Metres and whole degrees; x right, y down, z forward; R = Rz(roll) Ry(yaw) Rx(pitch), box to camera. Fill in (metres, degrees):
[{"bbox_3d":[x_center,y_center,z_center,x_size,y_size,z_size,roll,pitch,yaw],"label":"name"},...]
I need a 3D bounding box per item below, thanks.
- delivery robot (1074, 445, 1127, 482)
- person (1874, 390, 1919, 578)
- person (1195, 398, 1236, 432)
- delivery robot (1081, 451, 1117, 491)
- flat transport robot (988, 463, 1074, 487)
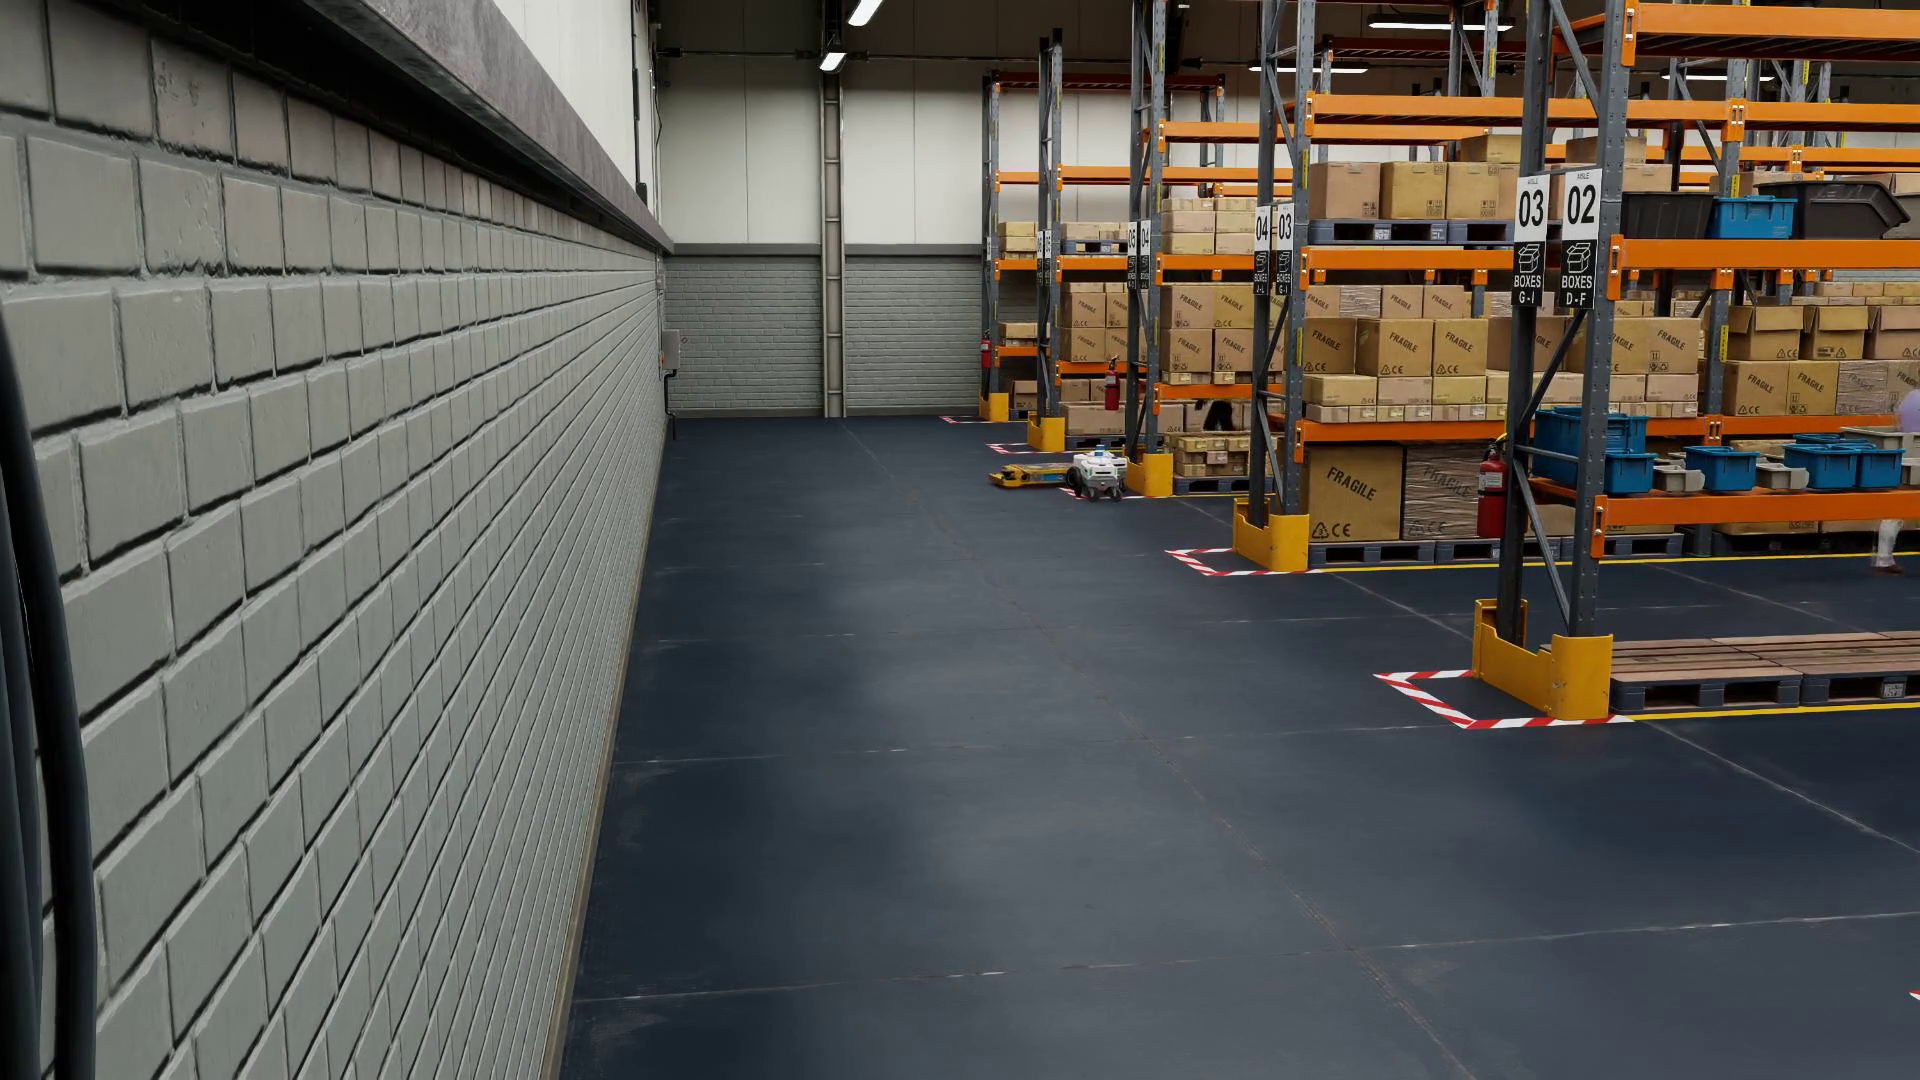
[{"bbox_3d":[1.690,-0.904,20.007,0.477,0.478,0.707,-7,11,-35],"label":"delivery robot"},{"bbox_3d":[8.386,-0.602,14.312,0.989,1.889,0.659,-1,9,-7],"label":"person"},{"bbox_3d":[3.265,-1.818,21.645,0.989,1.942,0.625,0,9,2],"label":"person"},{"bbox_3d":[1.611,-0.793,19.320,0.477,0.478,0.707,-1,9,-4],"label":"delivery robot"},{"bbox_3d":[1.128,-0.820,20.647,1.431,0.197,0.652,-3,10,-16],"label":"flat transport robot"}]
